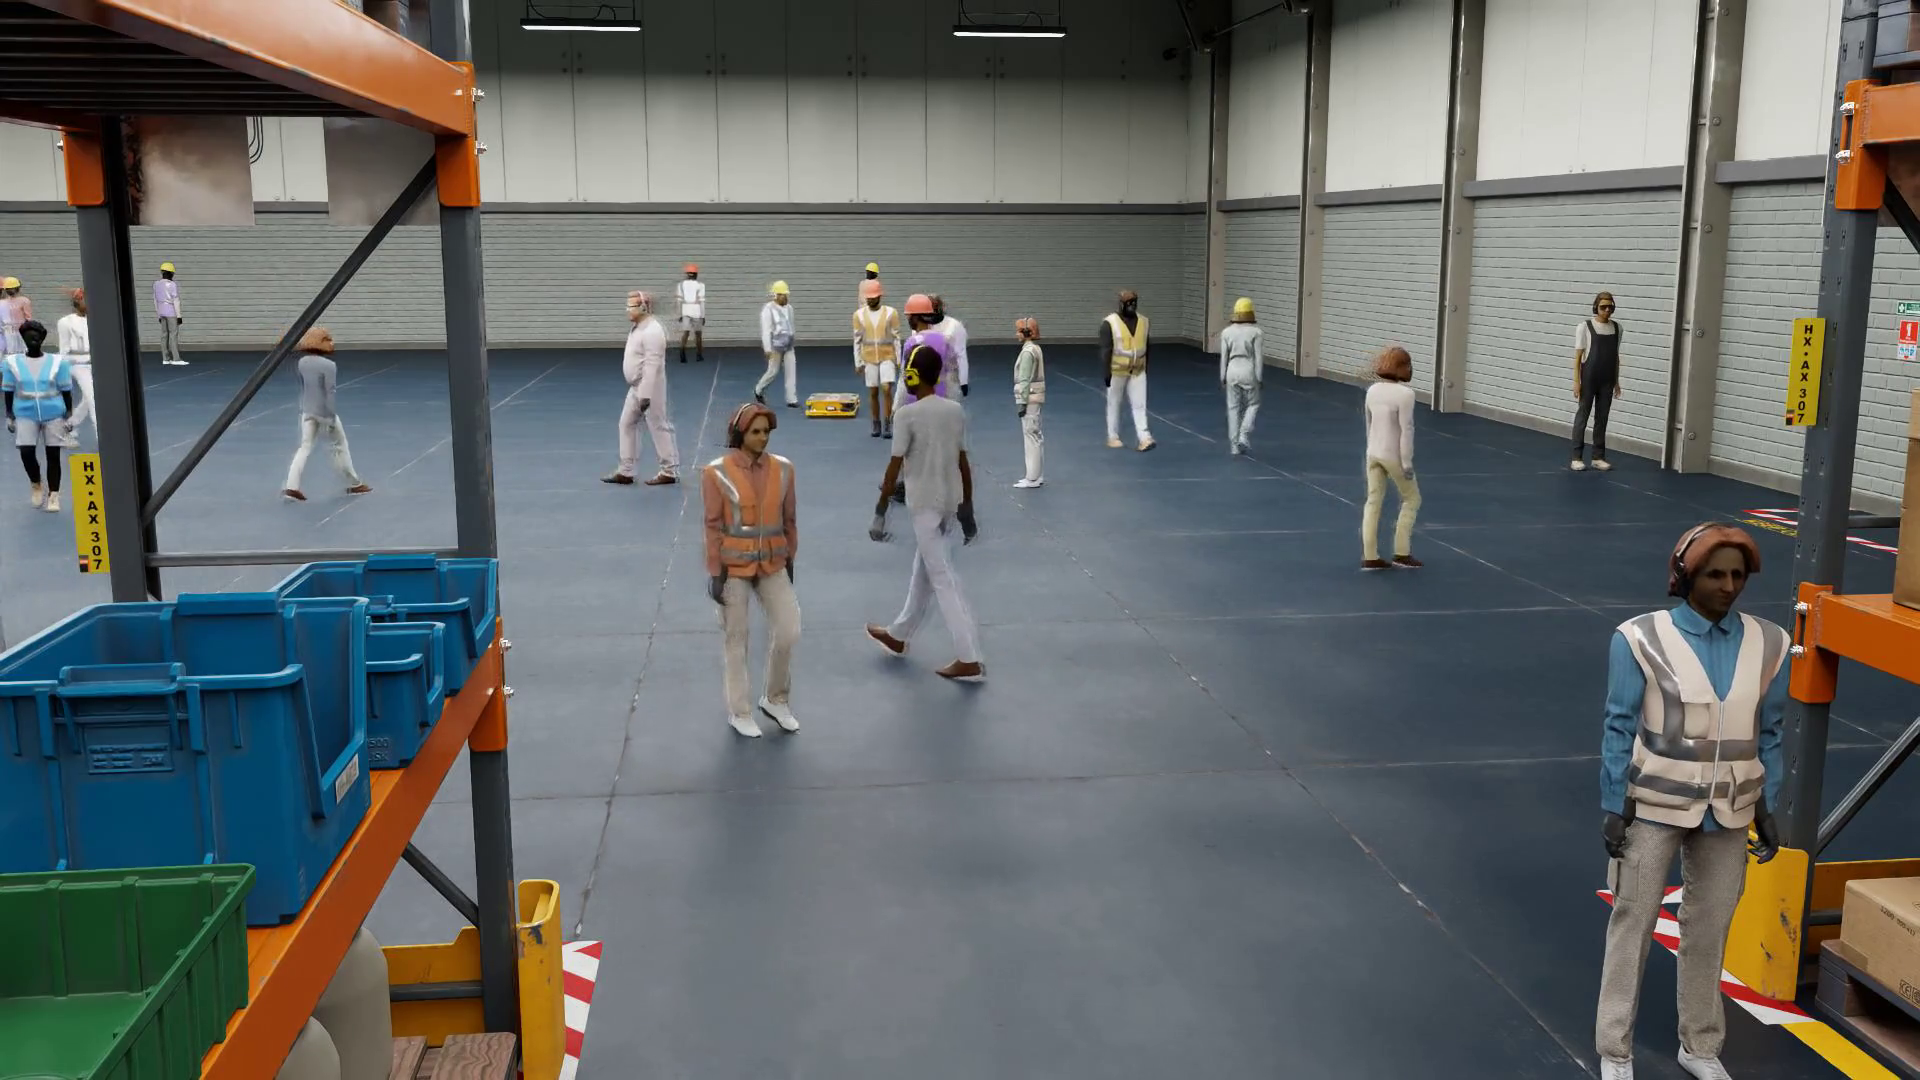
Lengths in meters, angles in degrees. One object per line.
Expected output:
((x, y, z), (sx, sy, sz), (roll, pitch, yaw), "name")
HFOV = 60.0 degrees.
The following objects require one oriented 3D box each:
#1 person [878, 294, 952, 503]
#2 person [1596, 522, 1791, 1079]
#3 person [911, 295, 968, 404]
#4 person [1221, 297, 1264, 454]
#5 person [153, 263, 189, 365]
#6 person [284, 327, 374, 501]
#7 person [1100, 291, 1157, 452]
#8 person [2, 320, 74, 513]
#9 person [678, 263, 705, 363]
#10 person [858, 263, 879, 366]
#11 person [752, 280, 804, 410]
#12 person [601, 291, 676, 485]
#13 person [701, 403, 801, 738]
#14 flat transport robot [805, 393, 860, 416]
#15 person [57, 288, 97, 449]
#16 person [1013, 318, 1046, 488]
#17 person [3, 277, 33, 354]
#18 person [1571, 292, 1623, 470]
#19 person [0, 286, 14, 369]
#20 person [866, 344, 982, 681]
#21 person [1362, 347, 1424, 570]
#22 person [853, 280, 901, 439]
((-0.396, -1.223, 14.775), (0.963, 1.889, 0.593), (6, 12, 30), "person")
((2.016, 0.760, 4.612), (0.513, 1.639, 0.307), (-1, 10, -3), "person")
((-0.250, -1.671, 17.508), (0.723, 1.782, 0.934), (4, 11, 23), "person")
((3.143, -1.821, 18.479), (0.505, 1.730, 0.353), (6, 12, 30), "person")
((-14.858, -4.242, 31.266), (0.586, 1.917, 0.380), (5, 11, 25), "person")
((-5.879, -1.159, 15.284), (0.507, 1.587, 0.880), (5, 12, 26), "person")
((1.893, -1.887, 18.700), (0.646, 1.788, 0.963), (-4, 11, -19), "person")
((-8.011, -1.071, 14.490), (0.554, 1.682, 0.365), (-5, 12, -26), "person")
((-5.171, -4.350, 31.906), (0.561, 1.912, 0.907), (2, 10, 9), "person")
((-1.666, -4.198, 31.025), (0.384, 1.917, 0.584), (-7, 12, -33), "person")
((-2.562, -2.729, 23.282), (0.792, 1.805, 0.602), (8, 13, 37), "person")
((-3.134, -1.443, 16.019), (0.827, 1.873, 0.680), (-5, 12, -26), "person")
((-0.982, 0.161, 7.950), (0.519, 1.625, 0.425), (-6, 12, -31), "person")
((-1.730, -1.855, 22.697), (0.652, 0.197, 1.431), (0, 10, 0), "flat transport robot")
((-9.852, -1.913, 18.707), (0.949, 1.851, 0.584), (4, 11, 20), "person")
((0.671, -1.316, 16.006), (0.311, 1.635, 0.513), (2, 11, 10), "person")
((-15.181, -3.346, 26.792), (0.523, 1.760, 0.328), (3, 11, 16), "person")
((6.577, -1.634, 17.167), (0.517, 1.843, 0.325), (-2, 10, -9), "person")
((-12.982, -2.619, 22.463), (0.986, 1.888, 0.564), (-9, 14, -41), "person")
((-0.222, -0.162, 9.191), (0.976, 1.812, 0.516), (9, 13, 40), "person")
((3.161, -0.583, 12.002), (0.557, 1.614, 0.523), (-5, 12, -28), "person")
((-0.998, -2.148, 19.875), (0.572, 1.888, 0.713), (1, 10, 5), "person")
